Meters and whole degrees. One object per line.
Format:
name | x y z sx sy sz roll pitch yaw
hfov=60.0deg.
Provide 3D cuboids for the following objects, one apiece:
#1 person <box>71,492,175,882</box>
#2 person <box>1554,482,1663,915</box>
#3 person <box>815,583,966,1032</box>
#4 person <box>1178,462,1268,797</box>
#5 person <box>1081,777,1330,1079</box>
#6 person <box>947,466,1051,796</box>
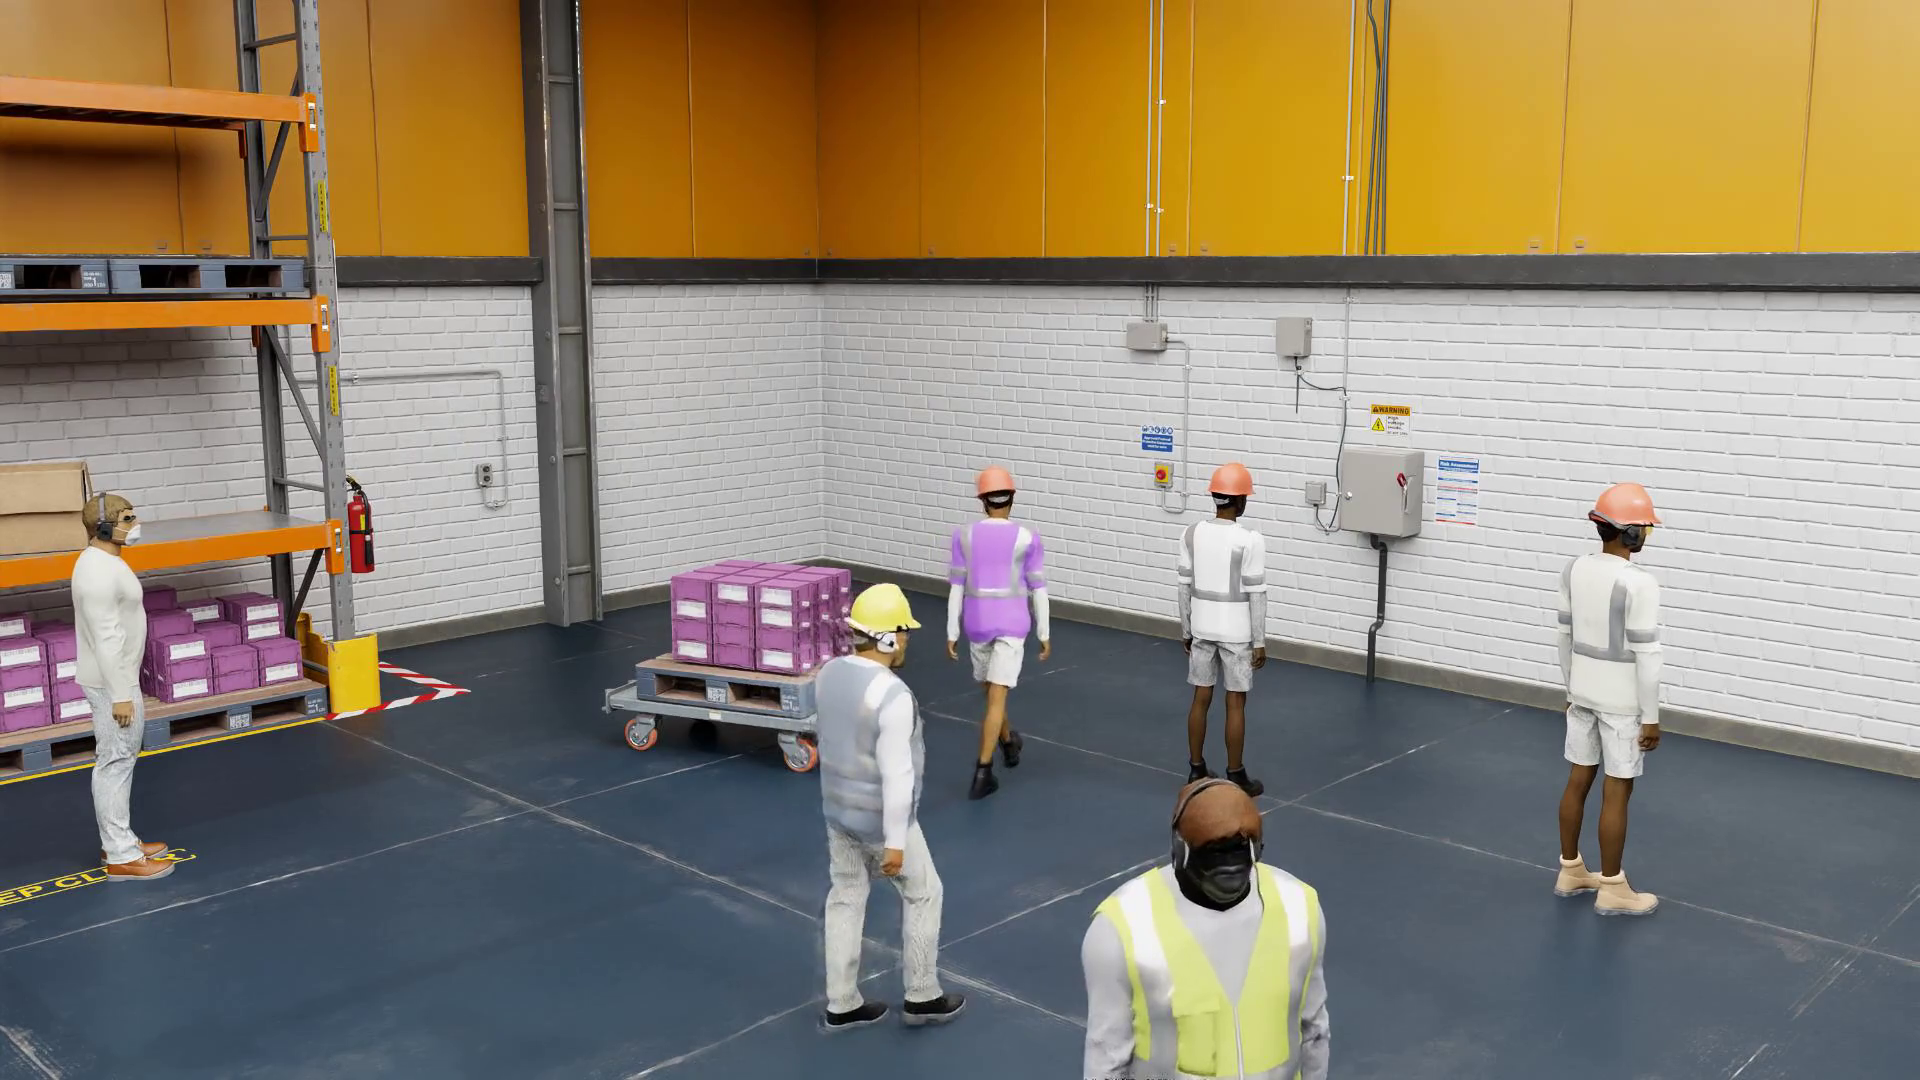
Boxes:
person | -4.205 0.723 8.304 0.371 1.940 0.627 -5 10 -27
person | 3.081 0.742 7.865 0.371 2.044 0.607 -4 10 -21
person | -0.269 1.060 6.645 0.678 1.810 0.597 -8 12 -39
person | 1.527 0.518 9.565 0.551 1.934 0.373 8 12 39
person | 0.608 1.464 4.106 0.627 1.833 0.434 -2 9 -11
person | 0.243 0.509 9.805 0.585 1.869 0.957 3 10 16
